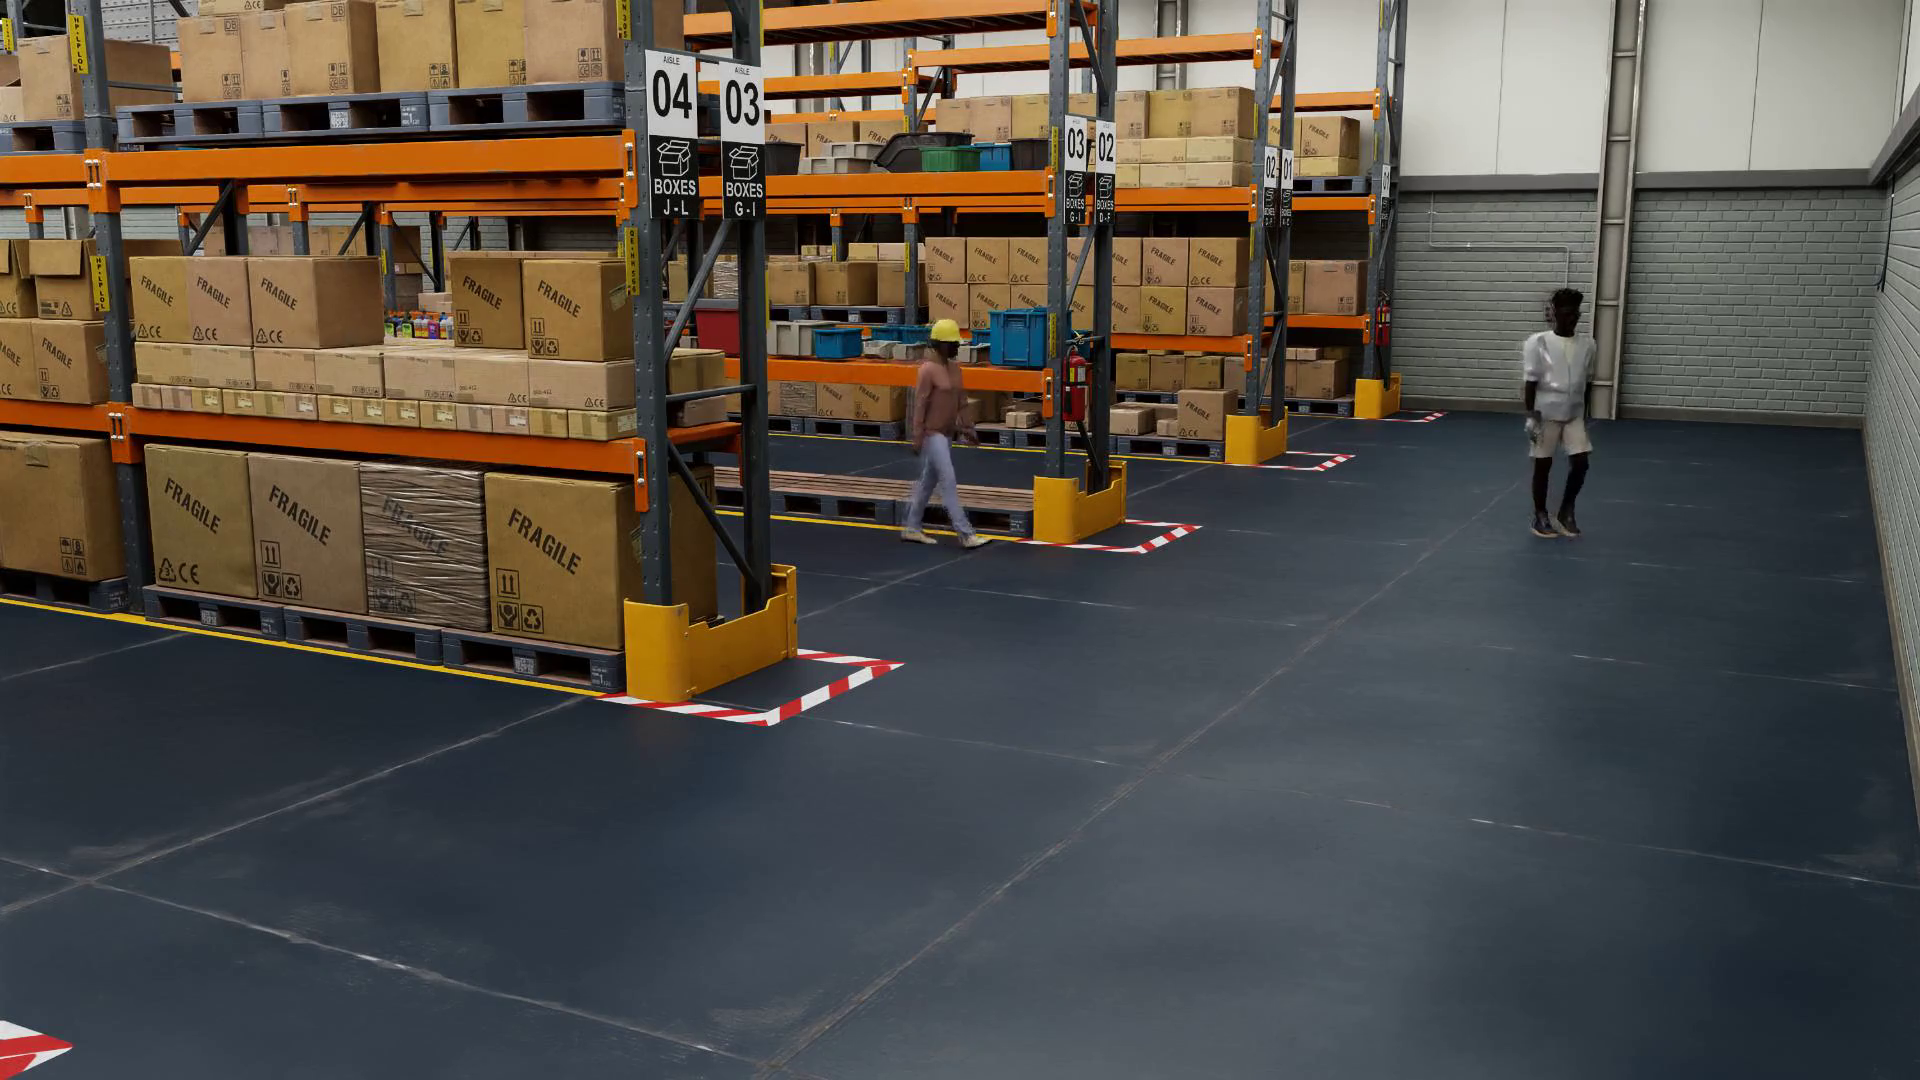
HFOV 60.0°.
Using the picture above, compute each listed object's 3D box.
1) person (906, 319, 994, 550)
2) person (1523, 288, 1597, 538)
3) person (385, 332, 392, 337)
[{"bbox_3d":[-0.074,-0.781,12.449,0.881,1.722,0.540,6,12,29],"label":"person"},{"bbox_3d":[4.633,-0.963,12.851,0.613,1.947,0.518,-1,10,-4],"label":"person"},{"bbox_3d":[-4.306,-0.875,12.205,0.927,2.014,0.608,8,13,36],"label":"person"}]
